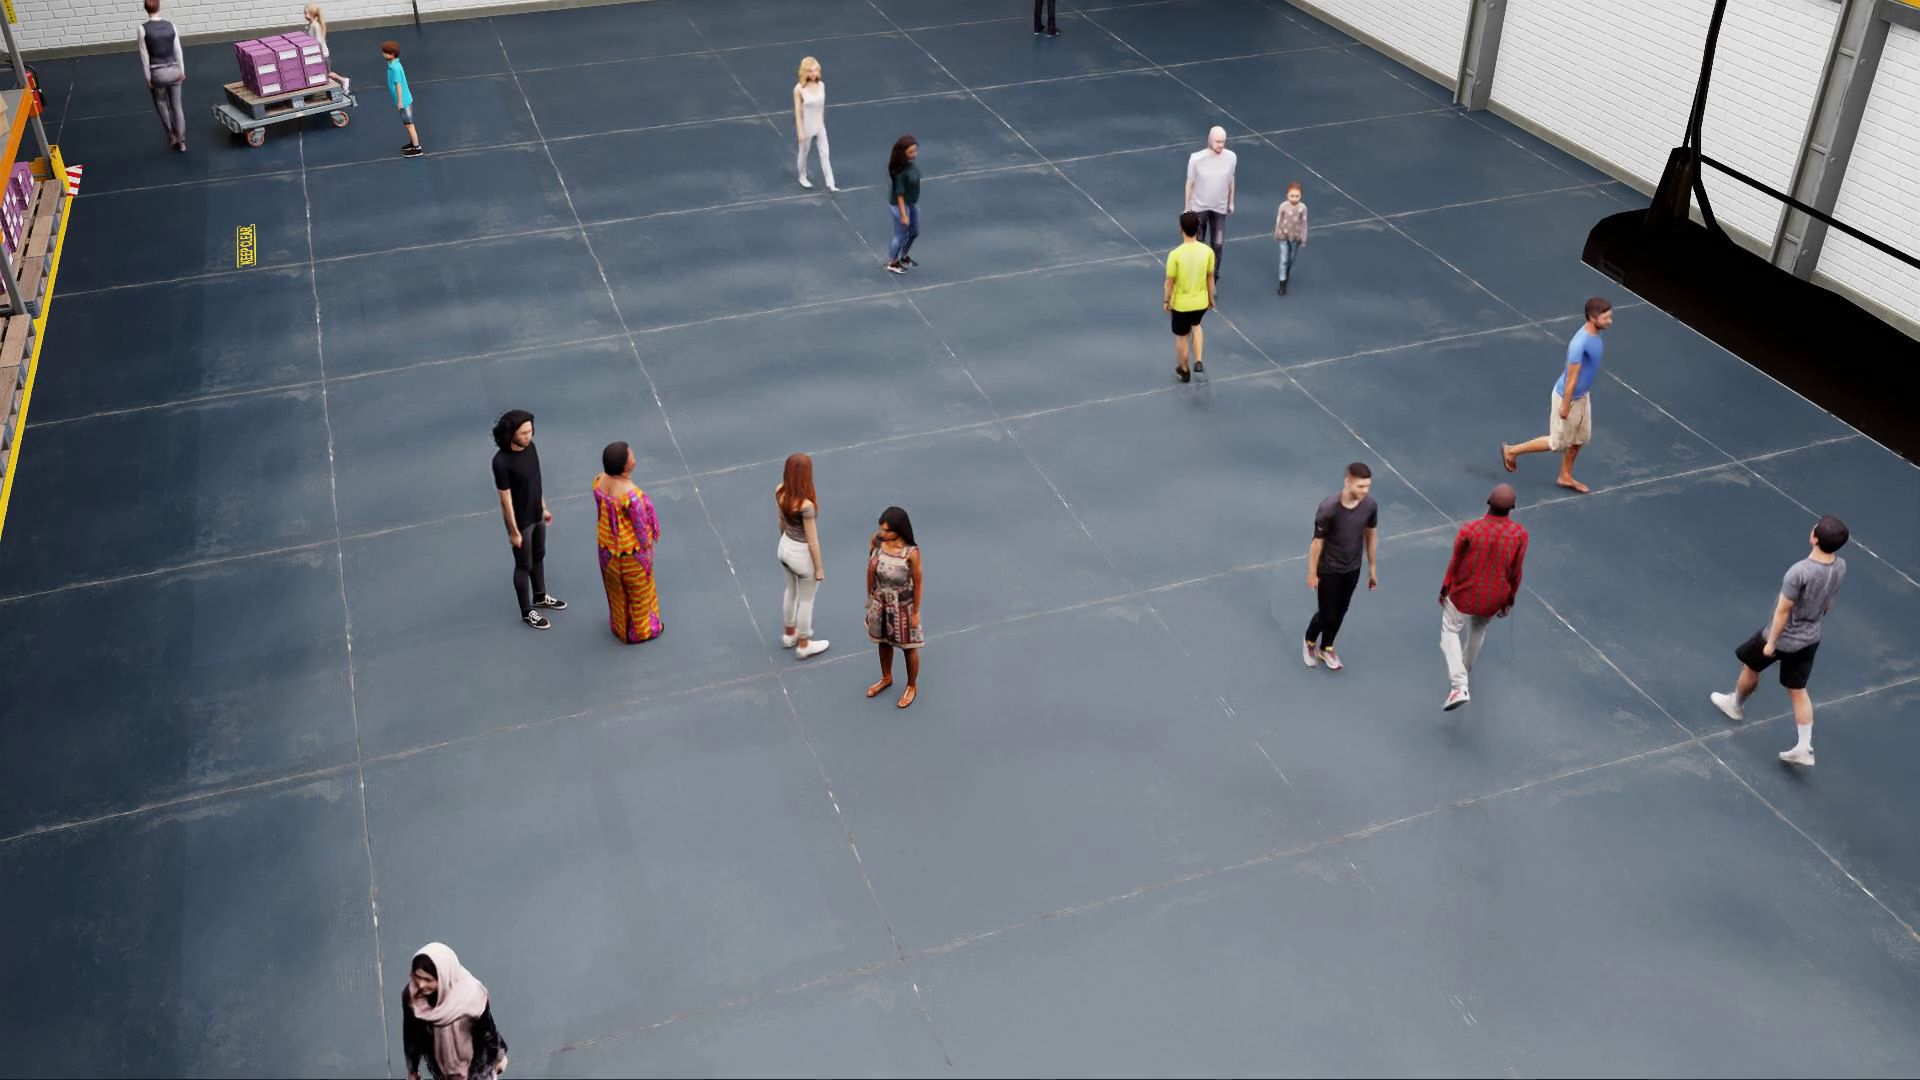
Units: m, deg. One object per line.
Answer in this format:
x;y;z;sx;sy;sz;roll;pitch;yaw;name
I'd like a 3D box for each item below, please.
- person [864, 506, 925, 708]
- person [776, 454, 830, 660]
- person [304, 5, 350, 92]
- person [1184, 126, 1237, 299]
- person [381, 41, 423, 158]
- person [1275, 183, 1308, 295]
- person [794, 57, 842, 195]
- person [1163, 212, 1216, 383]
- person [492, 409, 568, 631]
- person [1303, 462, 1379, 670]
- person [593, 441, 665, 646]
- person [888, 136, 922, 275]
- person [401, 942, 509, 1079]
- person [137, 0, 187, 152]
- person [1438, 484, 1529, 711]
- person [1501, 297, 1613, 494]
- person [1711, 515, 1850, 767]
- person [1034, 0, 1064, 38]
-0.455;0.444;11.814;0.687;1.642;0.781;19;38;26;person
-1.196;0.124;12.229;0.717;1.716;0.580;-26;41;-33;person
-8.797;-6.746;22.974;0.697;1.262;0.758;-22;39;-29;person
2.641;-3.565;17.699;0.907;1.805;1.051;1;34;1;person
-7.072;-5.616;21.108;0.568;1.447;0.405;-12;35;-17;person
3.546;-3.272;17.825;0.738;1.177;0.892;5;34;8;person
-1.832;-4.984;19.993;0.766;1.628;1.103;-20;38;-27;person
2.205;-2.257;15.833;0.688;1.692;0.715;-4;34;-6;person
-3.305;-0.197;12.609;0.766;1.830;0.683;12;35;17;person
2.731;0.154;12.154;0.633;1.748;0.586;-11;35;-16;person
-2.499;-0.016;12.477;0.751;1.674;0.836;26;41;33;person
-0.649;-3.625;17.985;0.803;1.586;0.741;6;34;9;person
-2.544;2.611;8.591;0.972;1.602;1.113;7;34;11;person
-10.037;-5.874;21.065;0.754;1.923;0.727;-25;41;-32;person
3.644;0.422;11.700;0.932;1.805;1.097;4;34;6;person
5.136;-1.248;14.182;1.118;1.839;0.993;19;38;26;person
5.695;0.704;11.242;0.730;1.842;1.200;-9;35;-13;person
1.308;-8.586;25.257;0.658;1.800;0.759;23;40;30;person
